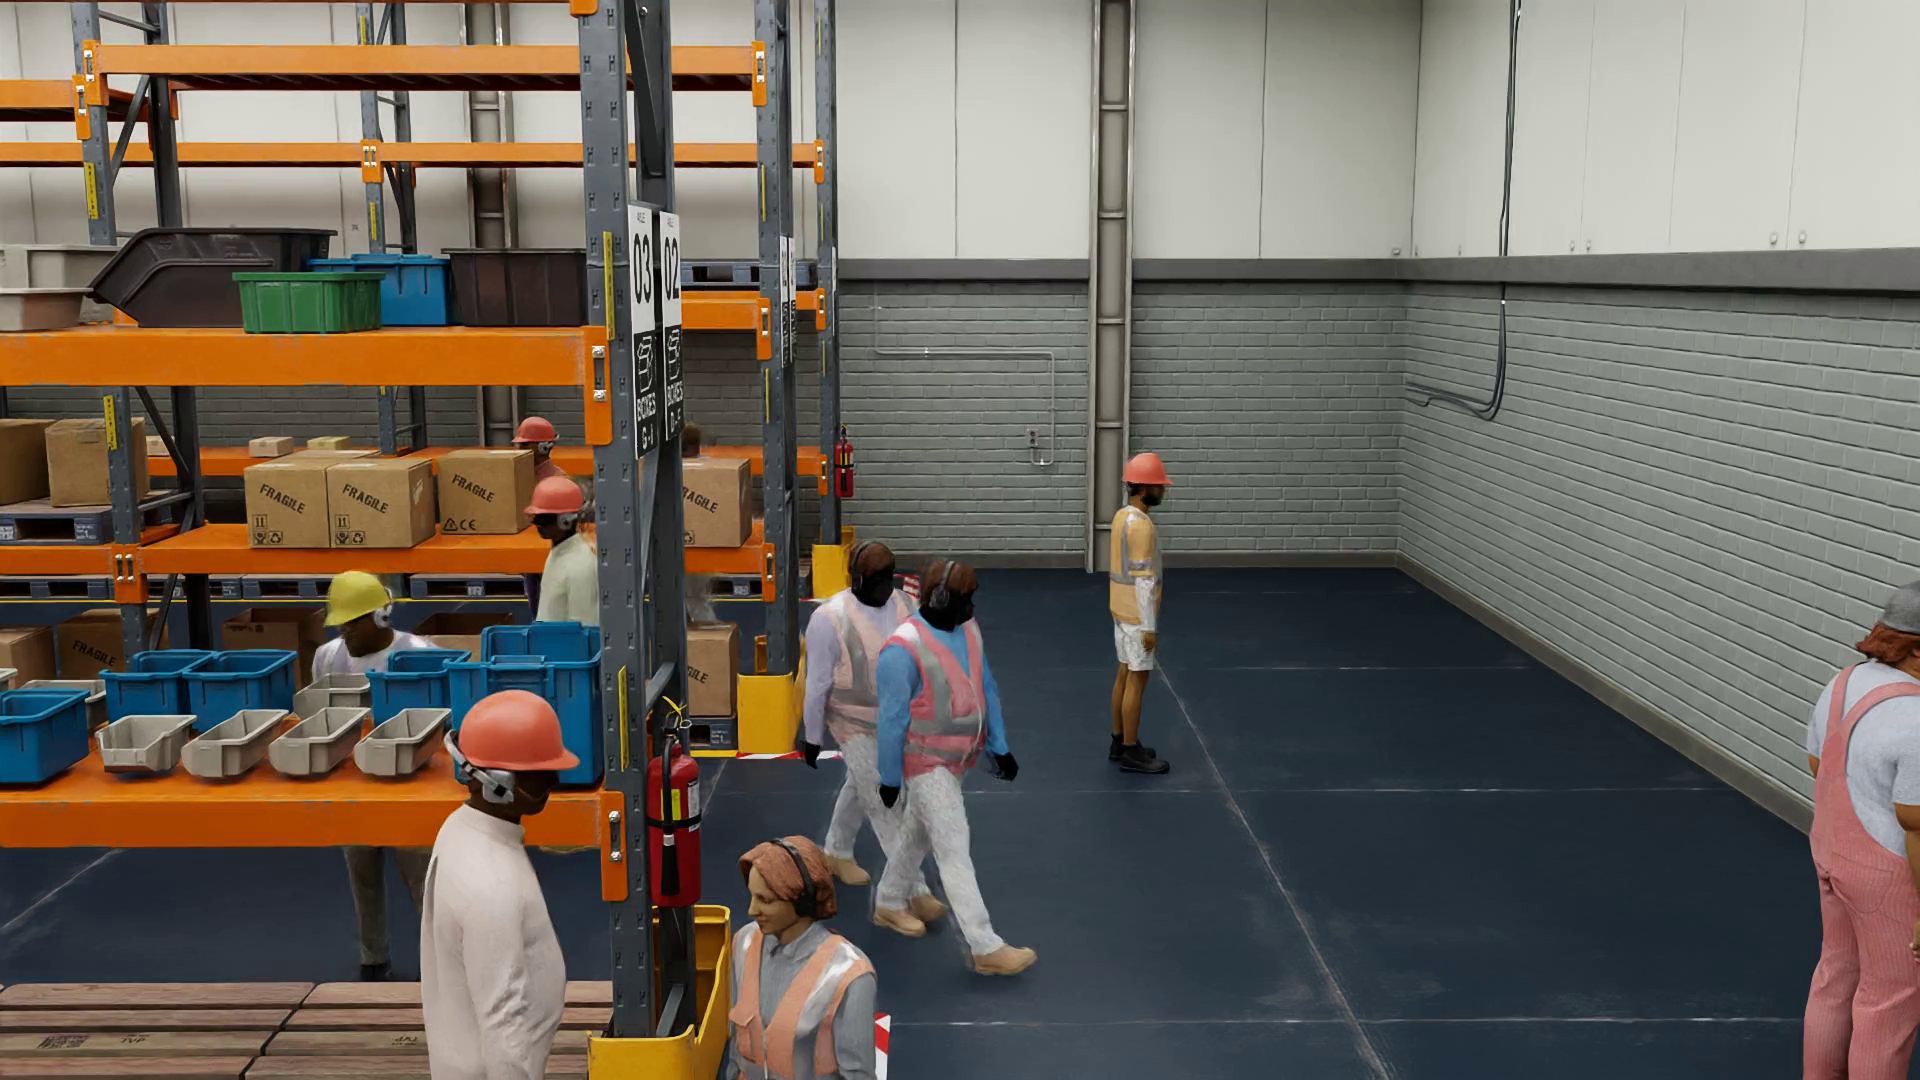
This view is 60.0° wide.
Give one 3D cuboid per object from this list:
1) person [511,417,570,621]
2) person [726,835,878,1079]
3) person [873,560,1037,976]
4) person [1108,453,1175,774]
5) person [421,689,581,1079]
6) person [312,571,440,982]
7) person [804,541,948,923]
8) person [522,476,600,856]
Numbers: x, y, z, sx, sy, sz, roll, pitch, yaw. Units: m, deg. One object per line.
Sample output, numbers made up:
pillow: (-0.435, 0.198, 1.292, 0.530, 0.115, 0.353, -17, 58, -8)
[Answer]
person: (-2.972, 0.117, 11.845, 0.379, 1.996, 0.610, -9, 13, -43)
person: (-0.398, 1.538, 4.258, 0.524, 1.630, 0.313, 8, 12, 41)
person: (-0.062, 0.968, 7.324, 0.961, 1.780, 0.607, 5, 11, 30)
person: (1.105, 0.439, 10.053, 0.390, 1.931, 0.590, -1, 9, -9)
person: (-1.171, 1.352, 4.319, 0.410, 1.980, 0.630, -4, 10, -21)
person: (-2.407, 1.020, 6.944, 0.630, 1.809, 0.419, 1, 9, 7)
person: (-0.380, 0.870, 7.890, 0.713, 1.786, 0.986, -9, 13, -44)
person: (-2.033, 0.655, 8.574, 0.435, 1.982, 0.642, -5, 10, -26)
